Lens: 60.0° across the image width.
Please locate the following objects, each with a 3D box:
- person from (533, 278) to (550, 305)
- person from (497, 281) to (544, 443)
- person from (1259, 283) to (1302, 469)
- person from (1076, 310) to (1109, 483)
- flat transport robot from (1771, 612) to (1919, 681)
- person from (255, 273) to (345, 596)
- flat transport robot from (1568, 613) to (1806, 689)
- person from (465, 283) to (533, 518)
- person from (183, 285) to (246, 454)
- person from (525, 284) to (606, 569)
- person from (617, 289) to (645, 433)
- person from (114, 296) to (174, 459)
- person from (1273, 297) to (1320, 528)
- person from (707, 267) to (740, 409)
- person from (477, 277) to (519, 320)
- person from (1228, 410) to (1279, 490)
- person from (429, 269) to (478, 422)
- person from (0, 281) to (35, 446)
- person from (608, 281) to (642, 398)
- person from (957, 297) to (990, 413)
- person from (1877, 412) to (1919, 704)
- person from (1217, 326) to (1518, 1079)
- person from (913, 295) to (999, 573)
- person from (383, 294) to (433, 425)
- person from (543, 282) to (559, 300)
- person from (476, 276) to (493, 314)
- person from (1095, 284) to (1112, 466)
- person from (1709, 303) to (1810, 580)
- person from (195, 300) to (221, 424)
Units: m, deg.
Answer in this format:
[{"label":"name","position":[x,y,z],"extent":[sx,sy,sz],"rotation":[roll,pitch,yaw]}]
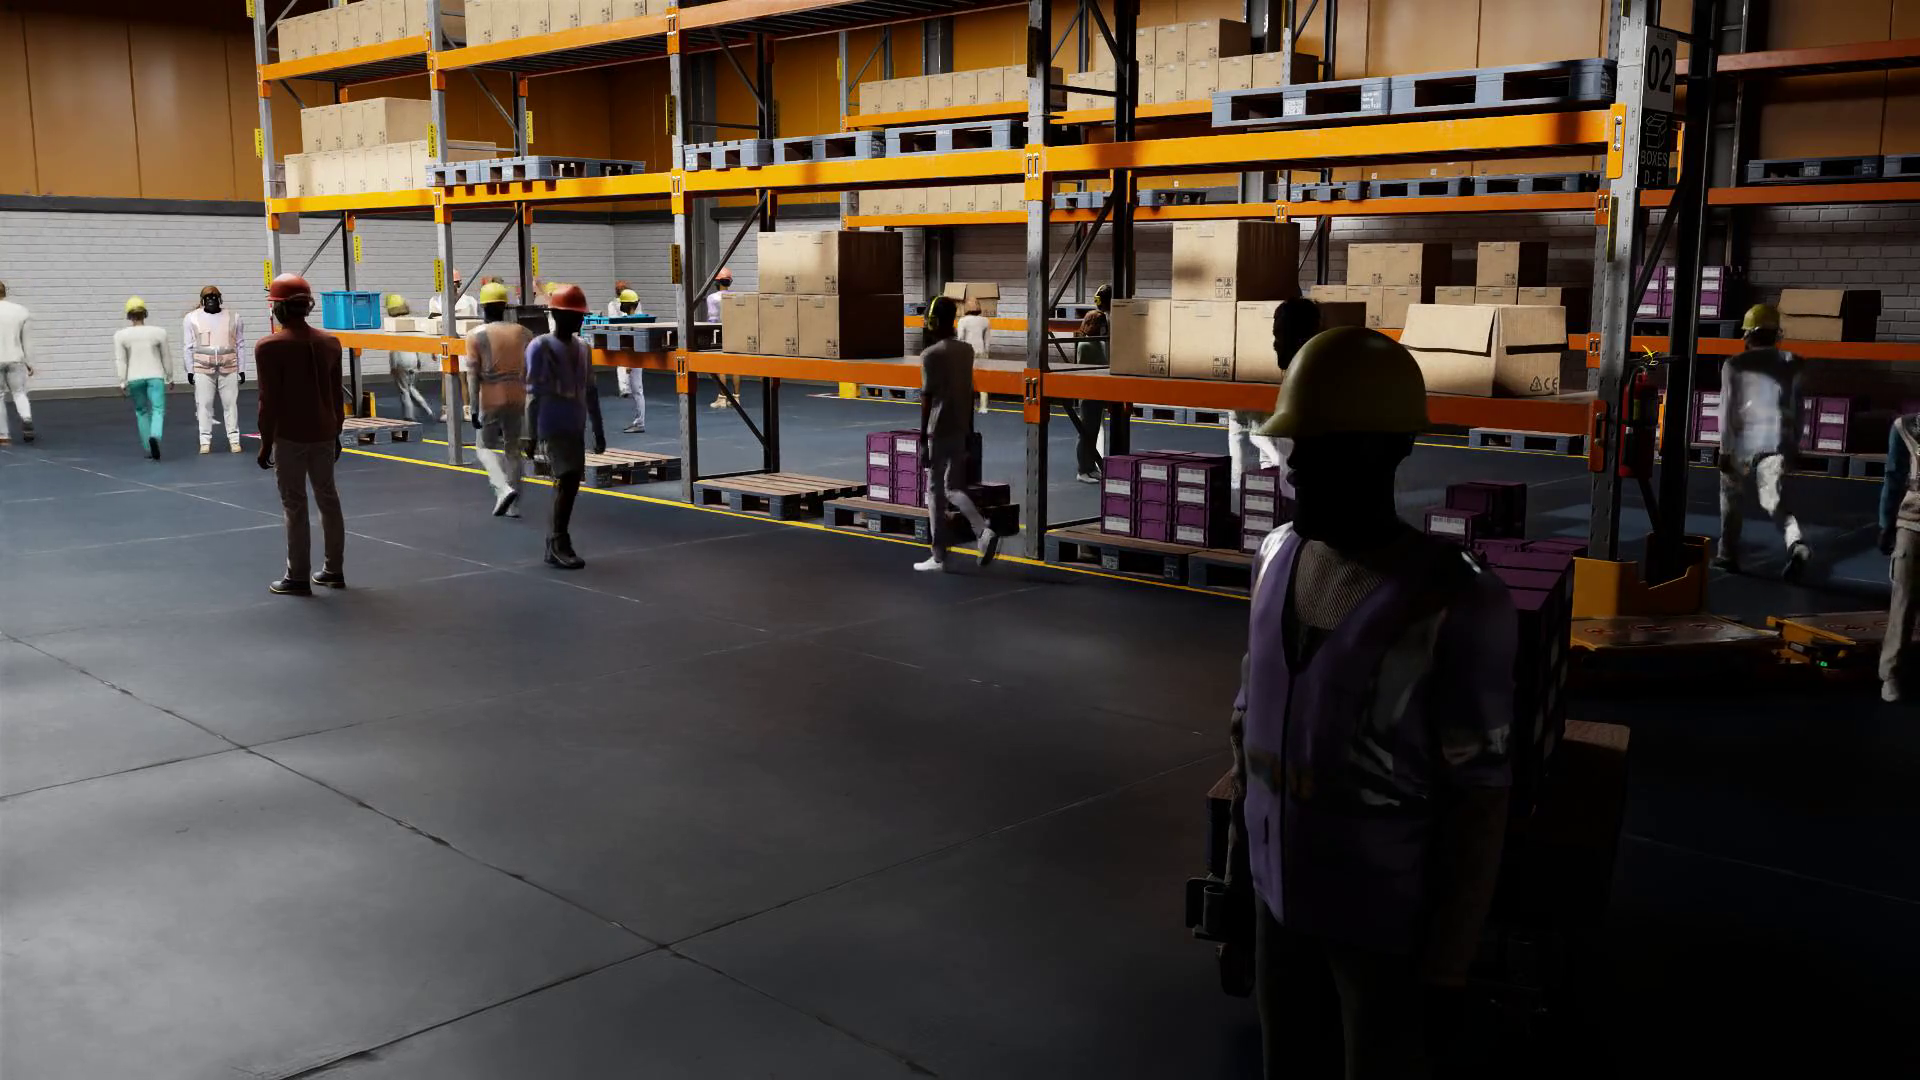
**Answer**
[{"label":"person","position":[-6.415,-3.066,25.485],"extent":[0.480,1.885,0.651],"rotation":[0,9,2]},{"label":"person","position":[-5.076,-2.085,19.429],"extent":[0.941,1.892,0.576],"rotation":[7,12,37]},{"label":"person","position":[3.150,-1.523,15.965],"extent":[0.652,1.906,0.402],"rotation":[-4,10,-26]},{"label":"person","position":[1.267,-1.361,15.803],"extent":[0.279,1.633,0.505],"rotation":[5,10,27]},{"label":"flat transport robot","position":[4.811,0.520,8.439],"extent":[1.431,0.197,0.652],"rotation":[-2,9,-11]},{"label":"person","position":[-4.106,-0.653,10.359],"extent":[0.382,1.994,0.613],"rotation":[5,11,29]},{"label":"flat transport robot","position":[3.393,0.540,8.312],"extent":[1.431,0.197,0.652],"rotation":[-2,9,-11]},{"label":"person","position":[-3.701,-1.114,13.444],"extent":[0.602,1.914,0.466],"rotation":[-7,12,-39]},{"label":"person","position":[-8.163,-1.864,18.251],"extent":[0.625,1.844,0.429],"rotation":[-5,10,-27]},{"label":"person","position":[-2.626,-0.747,11.175],"extent":[0.597,1.912,0.590],"rotation":[5,11,30]},{"label":"person","position":[-4.059,-2.202,20.550],"extent":[0.316,1.769,0.524],"rotation":[-1,9,-7]},{"label":"person","position":[-8.602,-1.697,17.551],"extent":[0.532,1.738,0.746],"rotation":[-4,10,-21]},{"label":"person","position":[1.608,-0.157,7.605],"extent":[0.584,1.897,0.645],"rotation":[1,9,4]},{"label":"person","position":[-3.434,-2.926,24.141],"extent":[0.376,2.041,0.615],"rotation":[9,13,43]},{"label":"person","position":[-6.895,-2.992,24.982],"extent":[0.661,1.891,0.979],"rotation":[-5,10,-26]},{"label":"person","position":[2.671,-1.238,15.094],"extent":[0.508,1.614,0.651],"rotation":[-7,11,-36]},{"label":"person","position":[-6.661,-2.561,21.906],"extent":[0.614,2.041,0.389],"rotation":[-2,9,-12]},{"label":"person","position":[-10.824,-2.003,18.834],"extent":[0.663,1.924,0.645],"rotation":[8,12,41]},{"label":"person","position":[-5.289,-3.162,26.266],"extent":[0.641,1.825,0.847],"rotation":[-8,13,-42]},{"label":"person","position":[0.195,-2.574,23.271],"extent":[0.493,1.627,0.284],"rotation":[-4,10,-25]},{"label":"person","position":[4.584,-0.045,7.785],"extent":[0.527,1.620,0.466],"rotation":[4,10,23]},{"label":"person","position":[0.654,0.604,2.854],"extent":[0.370,1.929,0.585],"rotation":[-6,11,-31]},{"label":"person","position":[-0.051,-0.678,10.935],"extent":[0.554,1.854,0.548],"rotation":[8,12,41]},{"label":"person","position":[-6.962,-2.226,20.853],"extent":[0.406,1.711,0.512],"rotation":[4,10,22]},{"label":"person","position":[-6.285,-3.054,25.621],"extent":[0.403,1.818,0.604],"rotation":[1,9,7]},{"label":"person","position":[-7.275,-3.158,25.989],"extent":[0.577,1.901,0.513],"rotation":[-5,11,-29]},{"label":"person","position":[1.477,-1.685,17.067],"extent":[0.537,1.869,0.314],"rotation":[-6,11,-33]},{"label":"person","position":[5.238,-0.630,10.814],"extent":[0.604,1.808,0.776],"rotation":[-1,9,-6]},{"label":"person","position":[-9.746,-2.297,21.540],"extent":[0.373,1.622,0.550],"rotation":[2,9,9]}]
